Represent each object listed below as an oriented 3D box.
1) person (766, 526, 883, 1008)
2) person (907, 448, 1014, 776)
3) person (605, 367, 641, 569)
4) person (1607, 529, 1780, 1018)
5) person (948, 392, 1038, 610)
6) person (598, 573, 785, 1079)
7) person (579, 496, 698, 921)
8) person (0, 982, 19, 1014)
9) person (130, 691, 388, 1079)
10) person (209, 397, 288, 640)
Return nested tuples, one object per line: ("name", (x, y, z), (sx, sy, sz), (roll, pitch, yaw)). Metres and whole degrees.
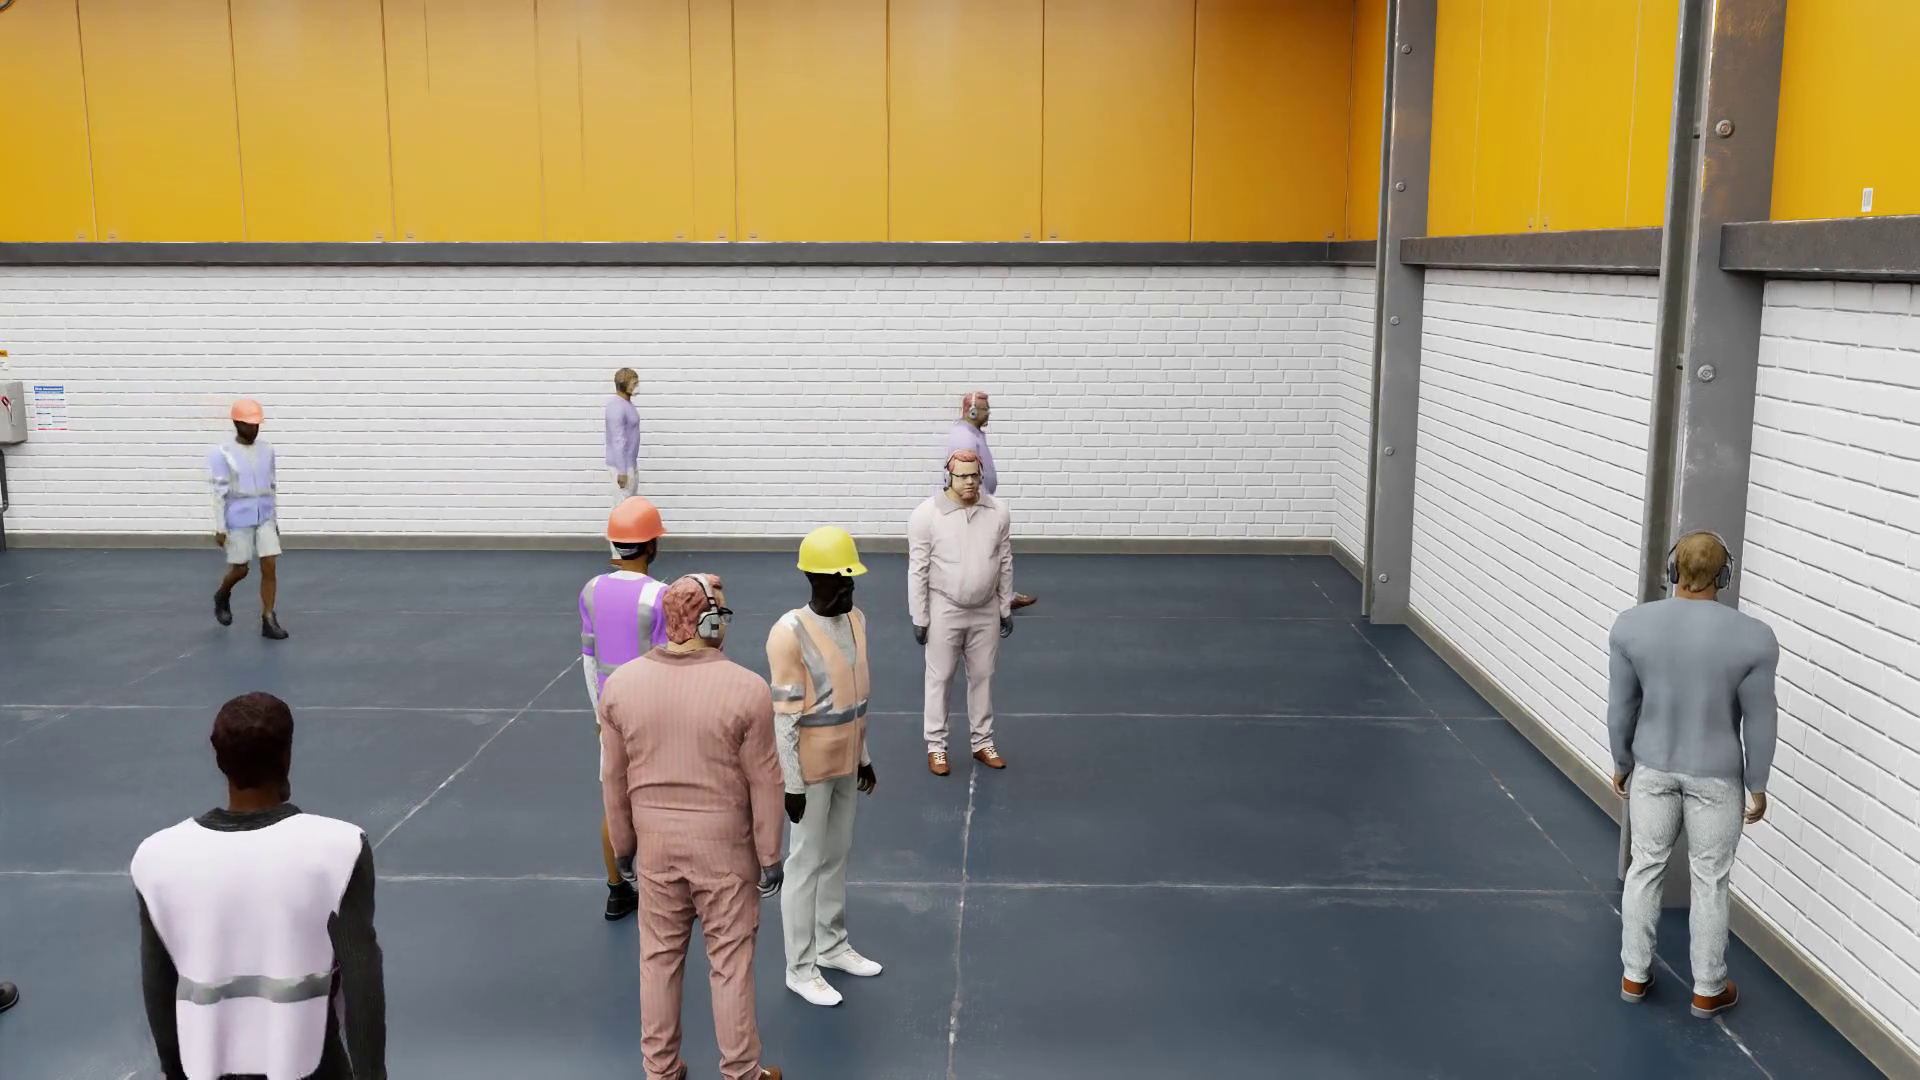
("person", (-0.533, 0.894, 6.742), (0.366, 1.927, 0.585), (5, 11, 28))
("person", (0.020, 0.414, 9.638), (0.648, 1.903, 0.399), (-4, 11, -23))
("person", (-3.226, -0.695, 16.008), (0.355, 1.936, 0.635), (0, 10, -3))
("person", (2.874, 0.916, 6.577), (0.632, 1.940, 0.372), (7, 12, 35))
("person", (0.225, -0.280, 13.786), (0.843, 1.874, 0.651), (1, 10, 9))
("person", (-0.915, 1.058, 5.848), (0.652, 1.902, 0.402), (2, 10, 13))
("person", (-1.420, 0.769, 7.429), (0.547, 1.942, 0.350), (5, 11, 28))
("person", (-4.012, 0.946, 6.421), (0.542, 1.931, 0.376), (-2, 10, -9))
("person", (-1.800, 1.306, 4.426), (0.620, 1.885, 0.882), (-1, 10, -8))
("person", (-5.625, -0.181, 13.072), (0.745, 1.910, 0.549), (7, 12, 37))
